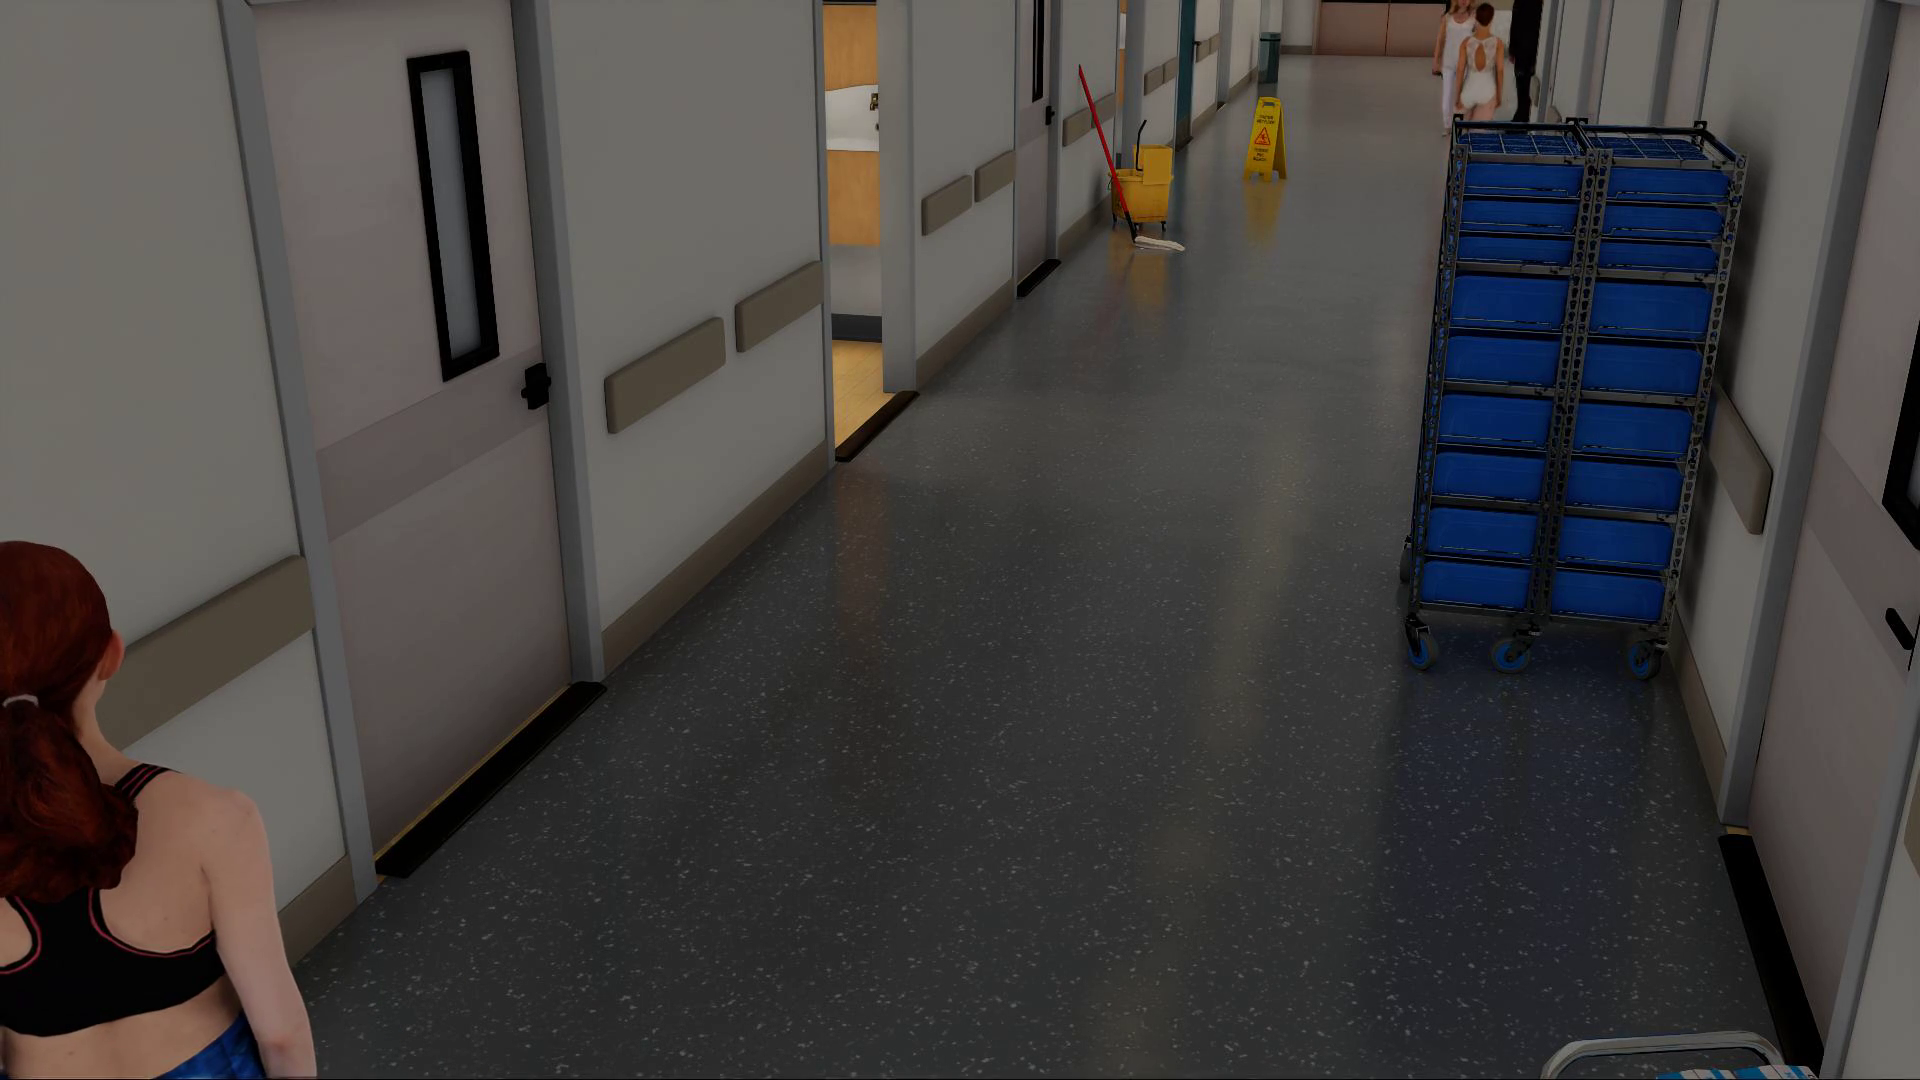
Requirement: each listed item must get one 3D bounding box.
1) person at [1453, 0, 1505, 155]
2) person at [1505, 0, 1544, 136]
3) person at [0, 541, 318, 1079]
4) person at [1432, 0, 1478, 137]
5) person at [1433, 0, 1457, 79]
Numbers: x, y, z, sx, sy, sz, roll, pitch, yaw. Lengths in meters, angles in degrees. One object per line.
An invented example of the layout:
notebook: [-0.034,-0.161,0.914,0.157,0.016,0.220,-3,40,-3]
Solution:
person: [4.661,-3.968,15.010,0.644,1.617,0.936,9,23,22]
person: [6.048,-5.103,17.637,1.064,1.879,1.300,19,28,41]
person: [-1.001,0.835,2.086,0.691,1.788,0.743,-7,22,-19]
person: [5.592,-5.374,18.663,0.662,1.658,0.609,9,22,22]
person: [7.553,-7.912,25.498,0.657,1.564,0.560,-3,21,-8]
